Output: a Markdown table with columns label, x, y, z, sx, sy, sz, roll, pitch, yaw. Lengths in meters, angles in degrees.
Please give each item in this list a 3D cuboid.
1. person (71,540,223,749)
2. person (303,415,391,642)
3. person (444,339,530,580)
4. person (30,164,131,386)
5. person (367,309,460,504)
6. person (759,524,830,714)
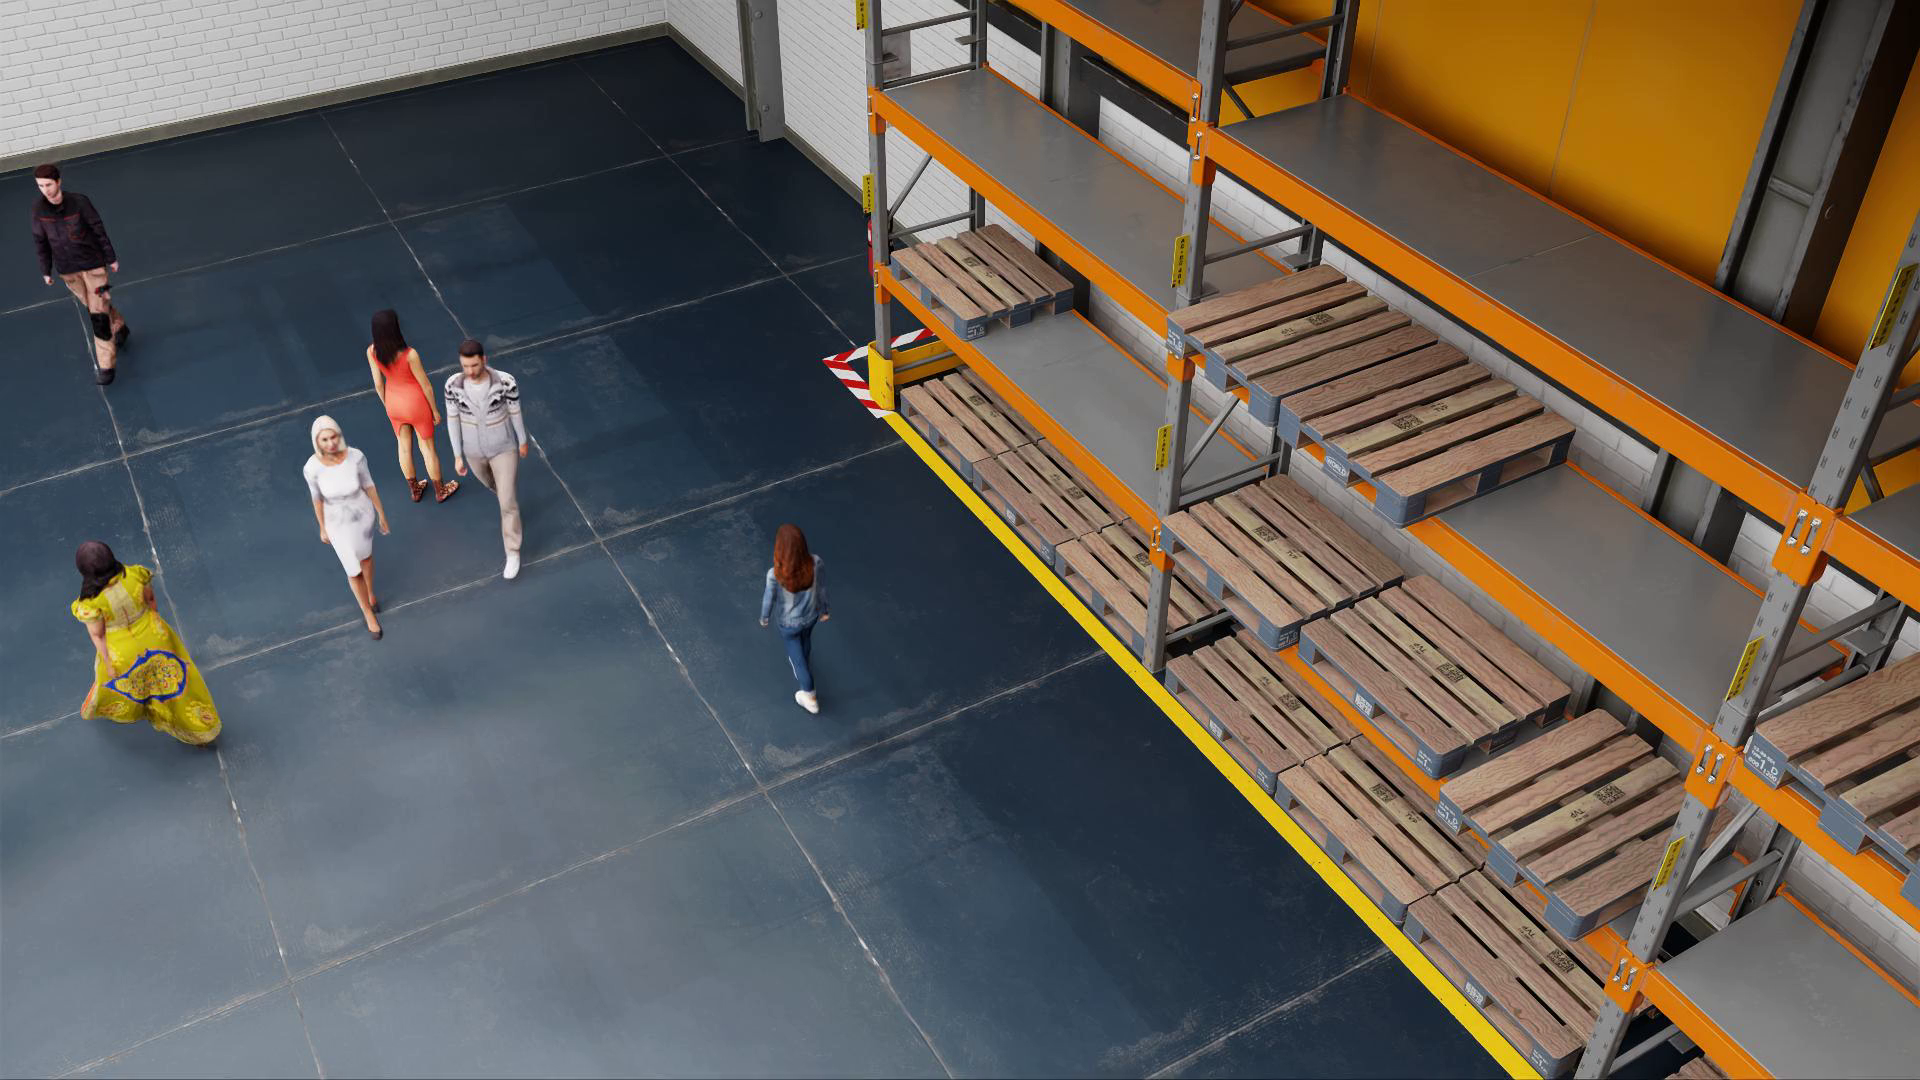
| label | x | y | z | sx | sy | sz | roll | pitch | yaw |
| --- | --- | --- | --- | --- | --- | --- | --- | --- | --- |
| person | -5.215 | 0.723 | 10.630 | 1.325 | 1.615 | 1.073 | 26 | 45 | 28 |
| person | -4.310 | -0.174 | 11.662 | 0.628 | 1.729 | 0.811 | -24 | 44 | -27 |
| person | -3.464 | -0.740 | 12.290 | 1.096 | 1.829 | 1.326 | 0 | 39 | 0 |
| person | -7.508 | -2.356 | 14.280 | 1.033 | 1.872 | 1.336 | -5 | 39 | -6 |
| person | -4.221 | -1.015 | 12.722 | 0.669 | 1.719 | 0.705 | 4 | 39 | 5 |
| person | -1.038 | 0.553 | 10.967 | 0.592 | 1.460 | 0.793 | -22 | 44 | -25 |
